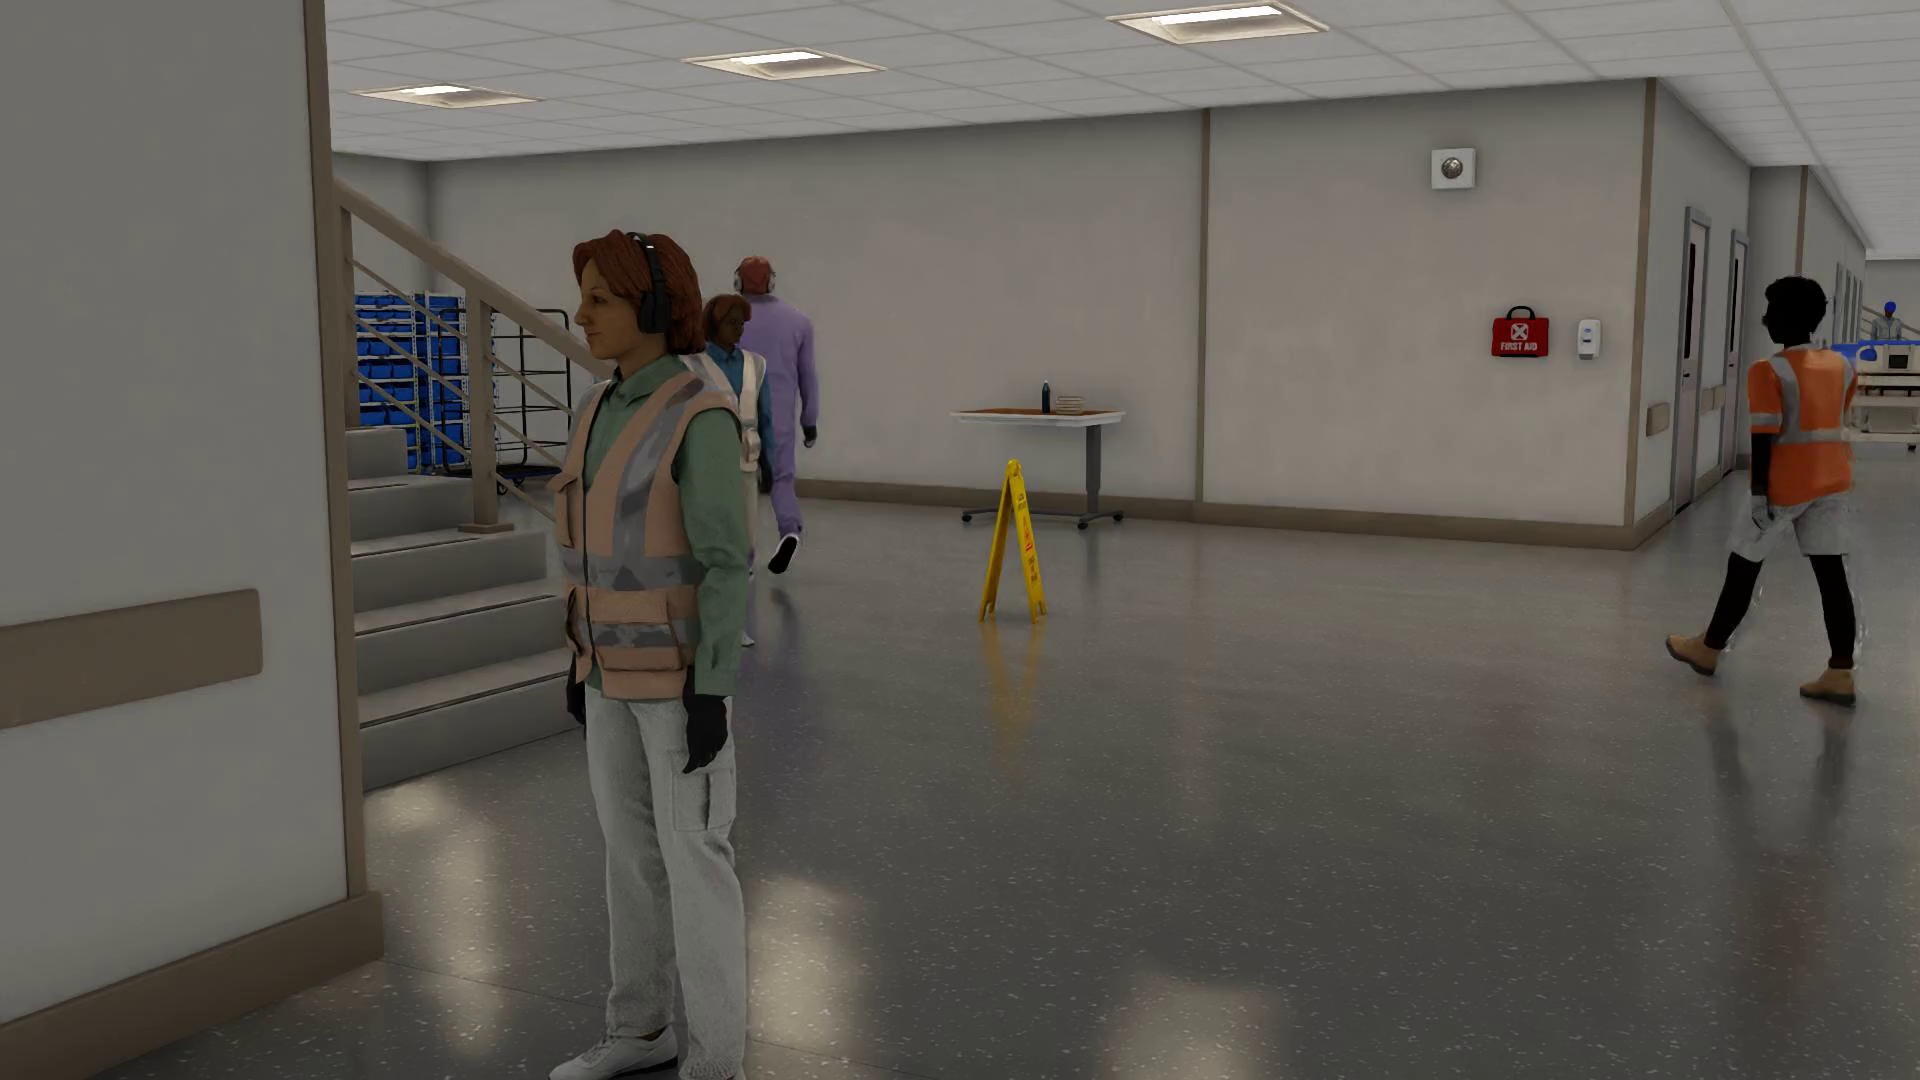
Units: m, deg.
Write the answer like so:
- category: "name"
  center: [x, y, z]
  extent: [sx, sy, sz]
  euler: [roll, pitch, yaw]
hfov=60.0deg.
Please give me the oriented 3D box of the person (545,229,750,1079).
- category: "person"
  center: [-0.569, 0.263, 3.063]
  extent: [0.305, 1.638, 0.522]
  euler: [-6, 10, -40]

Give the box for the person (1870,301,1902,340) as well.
- category: "person"
  center: [19.260, -3.984, 34.597]
  extent: [0.604, 1.939, 0.401]
  euler: [1, 8, 11]

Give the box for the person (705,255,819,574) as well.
- category: "person"
  center: [-1.136, -0.703, 9.599]
  extent: [0.681, 1.878, 0.705]
  euler: [-2, 8, -17]

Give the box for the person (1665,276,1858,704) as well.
- category: "person"
  center: [3.275, -0.215, 6.640]
  extent: [0.545, 1.649, 0.856]
  euler: [-2, 8, -18]

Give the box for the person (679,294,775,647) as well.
- category: "person"
  center: [-1.139, -0.335, 7.762]
  extent: [0.519, 1.619, 0.626]
  euler: [-7, 10, -41]
